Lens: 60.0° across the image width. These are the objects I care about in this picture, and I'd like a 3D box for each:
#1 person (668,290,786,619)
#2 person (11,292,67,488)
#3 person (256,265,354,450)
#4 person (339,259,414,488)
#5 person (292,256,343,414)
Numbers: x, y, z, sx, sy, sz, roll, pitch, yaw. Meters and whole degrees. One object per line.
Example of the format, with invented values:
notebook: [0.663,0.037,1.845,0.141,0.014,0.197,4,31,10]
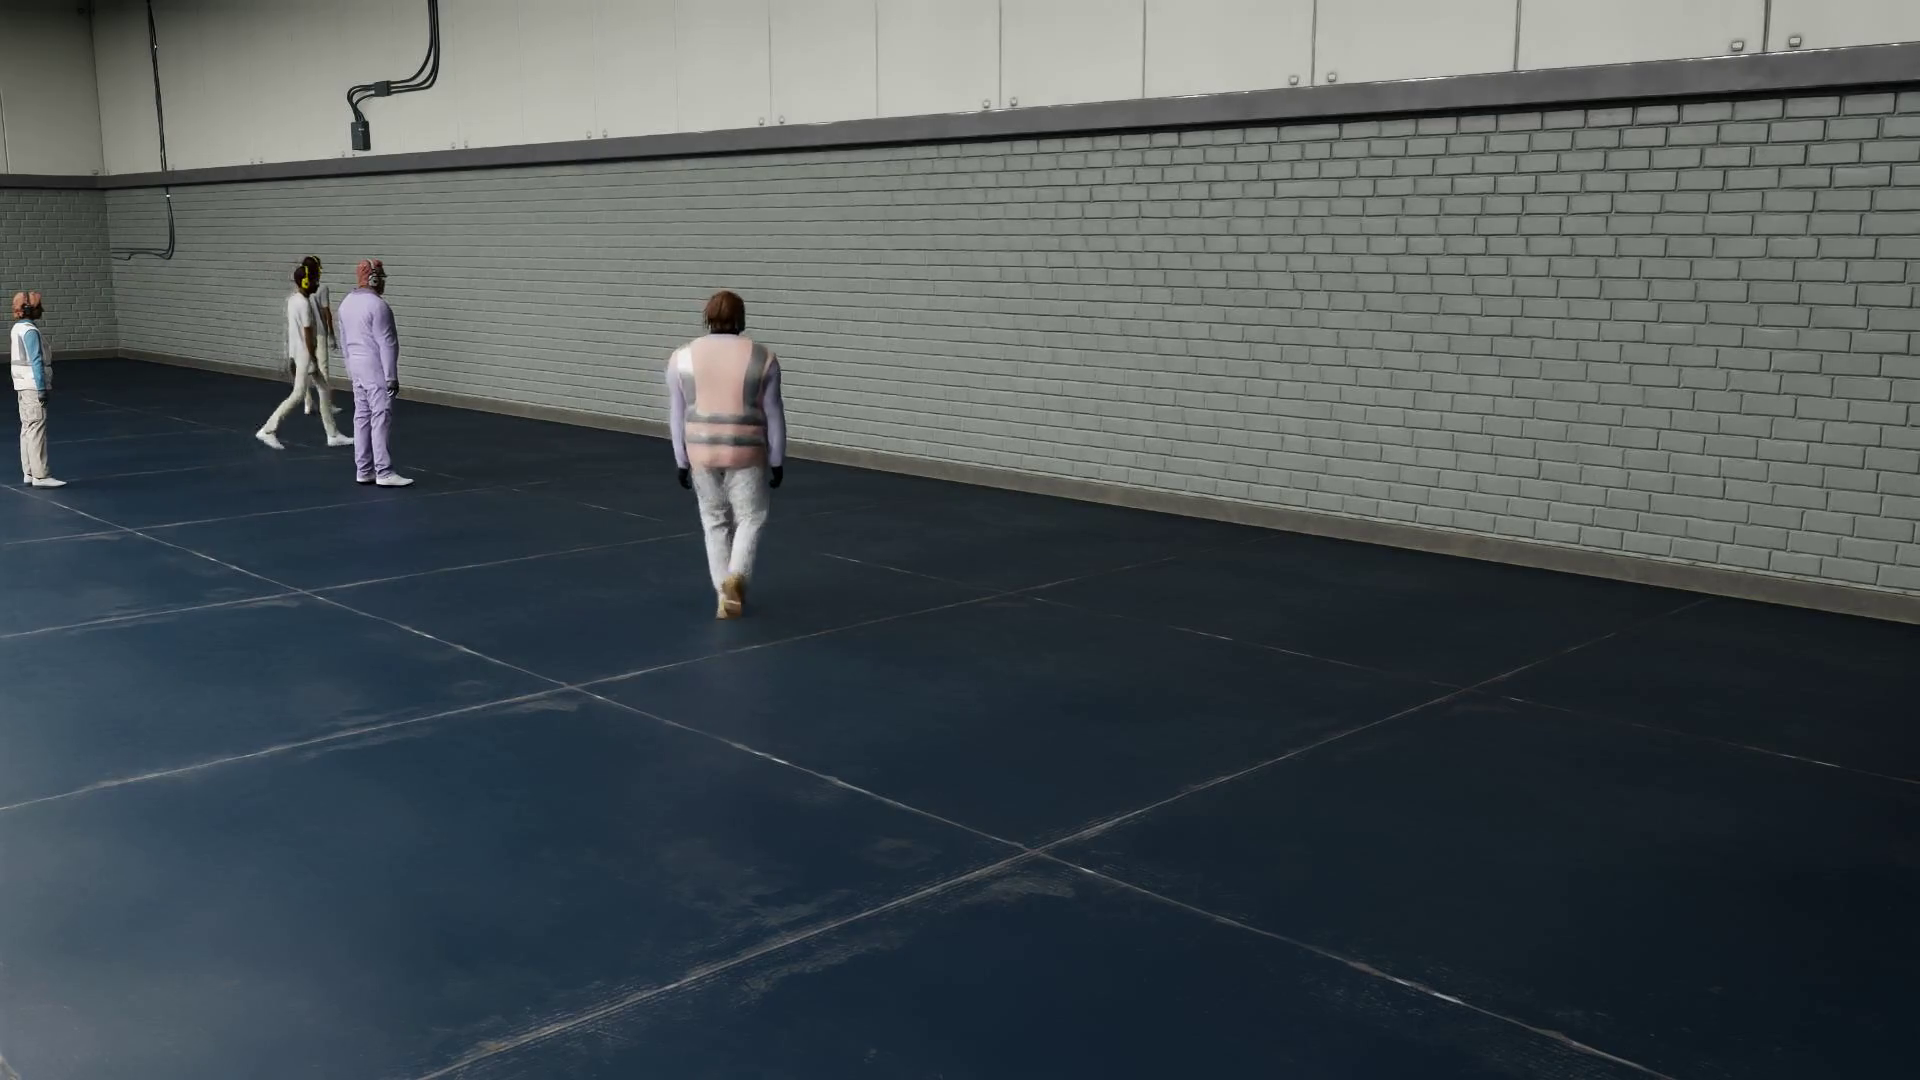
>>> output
person: [-1.269,-0.446,9.072,0.628,1.822,0.666,1,10,3]
person: [-7.802,-1.264,14.014,0.309,1.639,0.523,-9,14,-41]
person: [-6.576,-1.822,16.568,0.944,1.823,0.535,-6,12,-29]
person: [-4.937,-1.406,14.068,0.658,1.905,0.402,9,13,39]
person: [-7.666,-2.434,19.770,0.534,1.868,0.310,3,11,13]
